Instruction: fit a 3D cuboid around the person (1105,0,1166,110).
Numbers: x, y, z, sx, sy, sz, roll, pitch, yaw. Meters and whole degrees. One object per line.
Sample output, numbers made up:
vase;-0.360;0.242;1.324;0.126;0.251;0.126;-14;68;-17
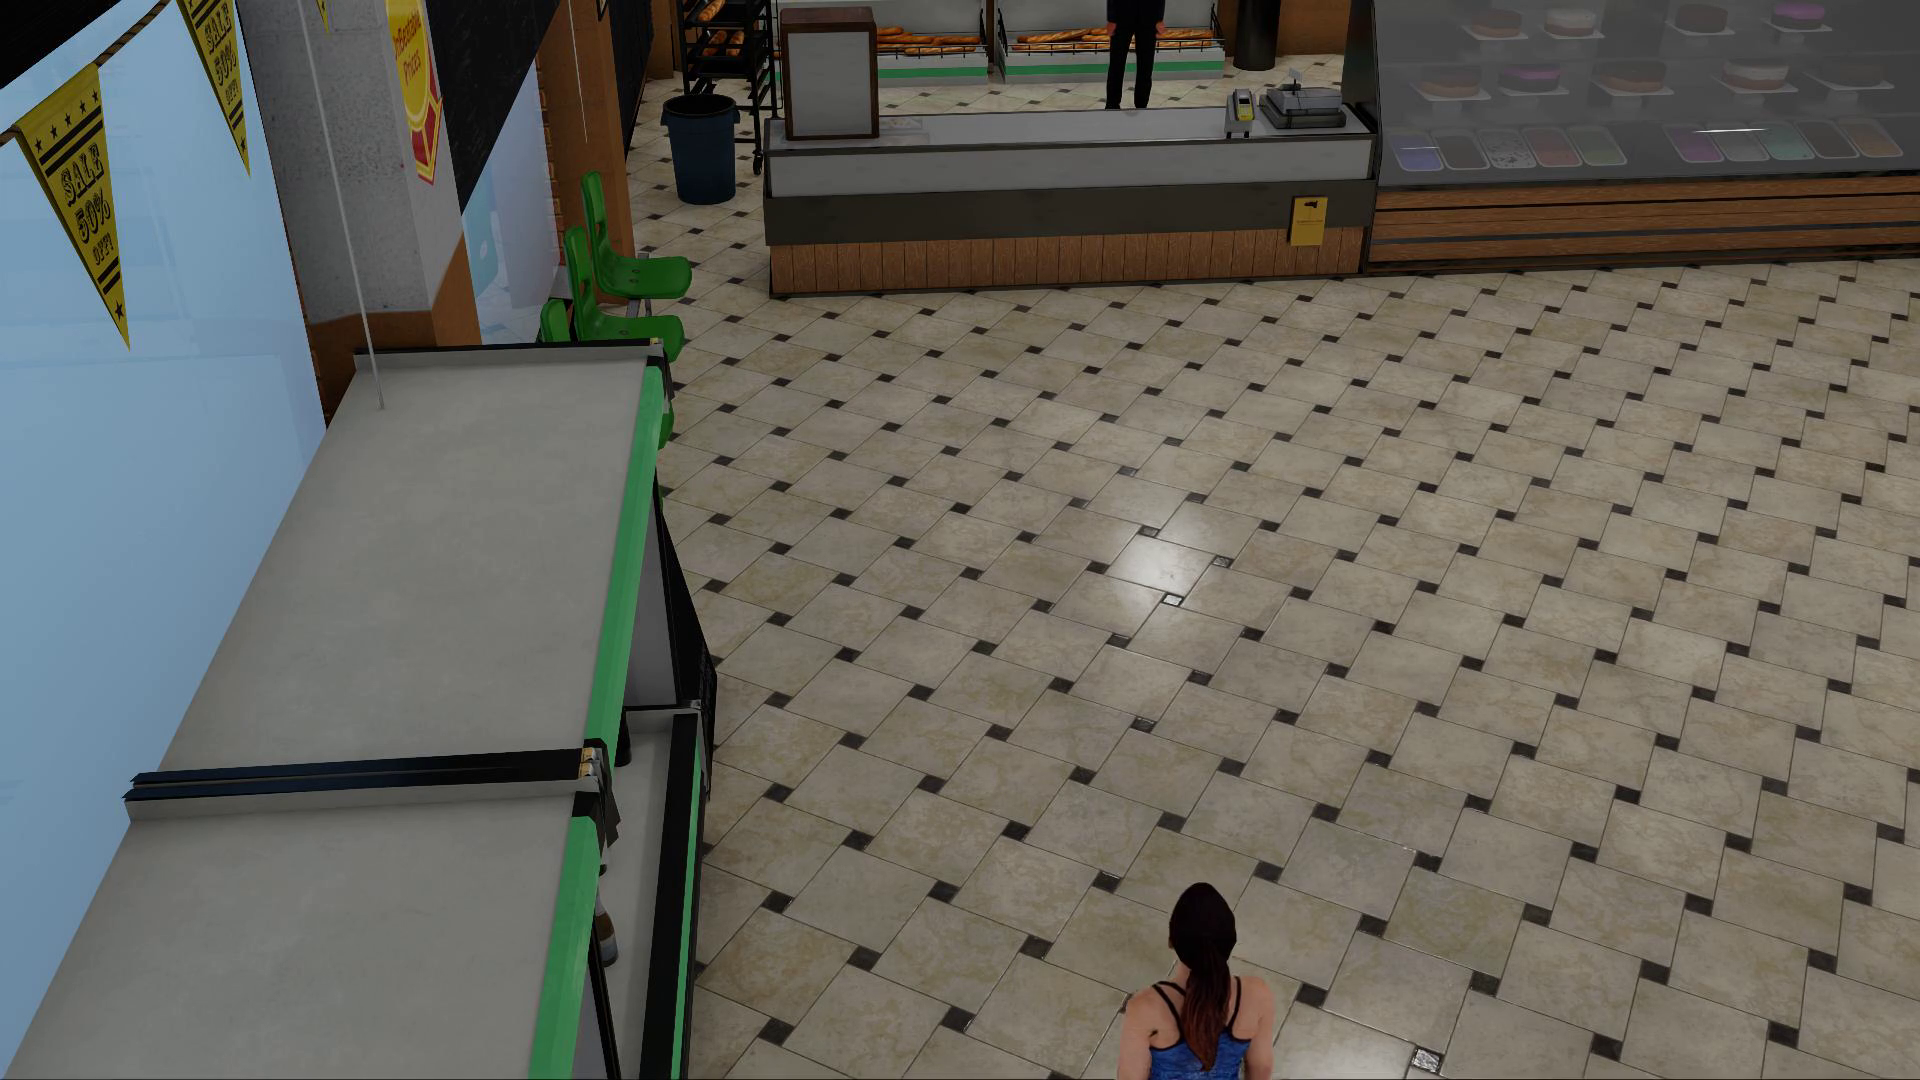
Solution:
person;1.425;-4.245;13.476;0.623;1.868;0.568;-2;32;-3

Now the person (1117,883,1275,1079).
person;0.604;1.591;4.357;0.577;1.592;0.938;-4;32;-7
